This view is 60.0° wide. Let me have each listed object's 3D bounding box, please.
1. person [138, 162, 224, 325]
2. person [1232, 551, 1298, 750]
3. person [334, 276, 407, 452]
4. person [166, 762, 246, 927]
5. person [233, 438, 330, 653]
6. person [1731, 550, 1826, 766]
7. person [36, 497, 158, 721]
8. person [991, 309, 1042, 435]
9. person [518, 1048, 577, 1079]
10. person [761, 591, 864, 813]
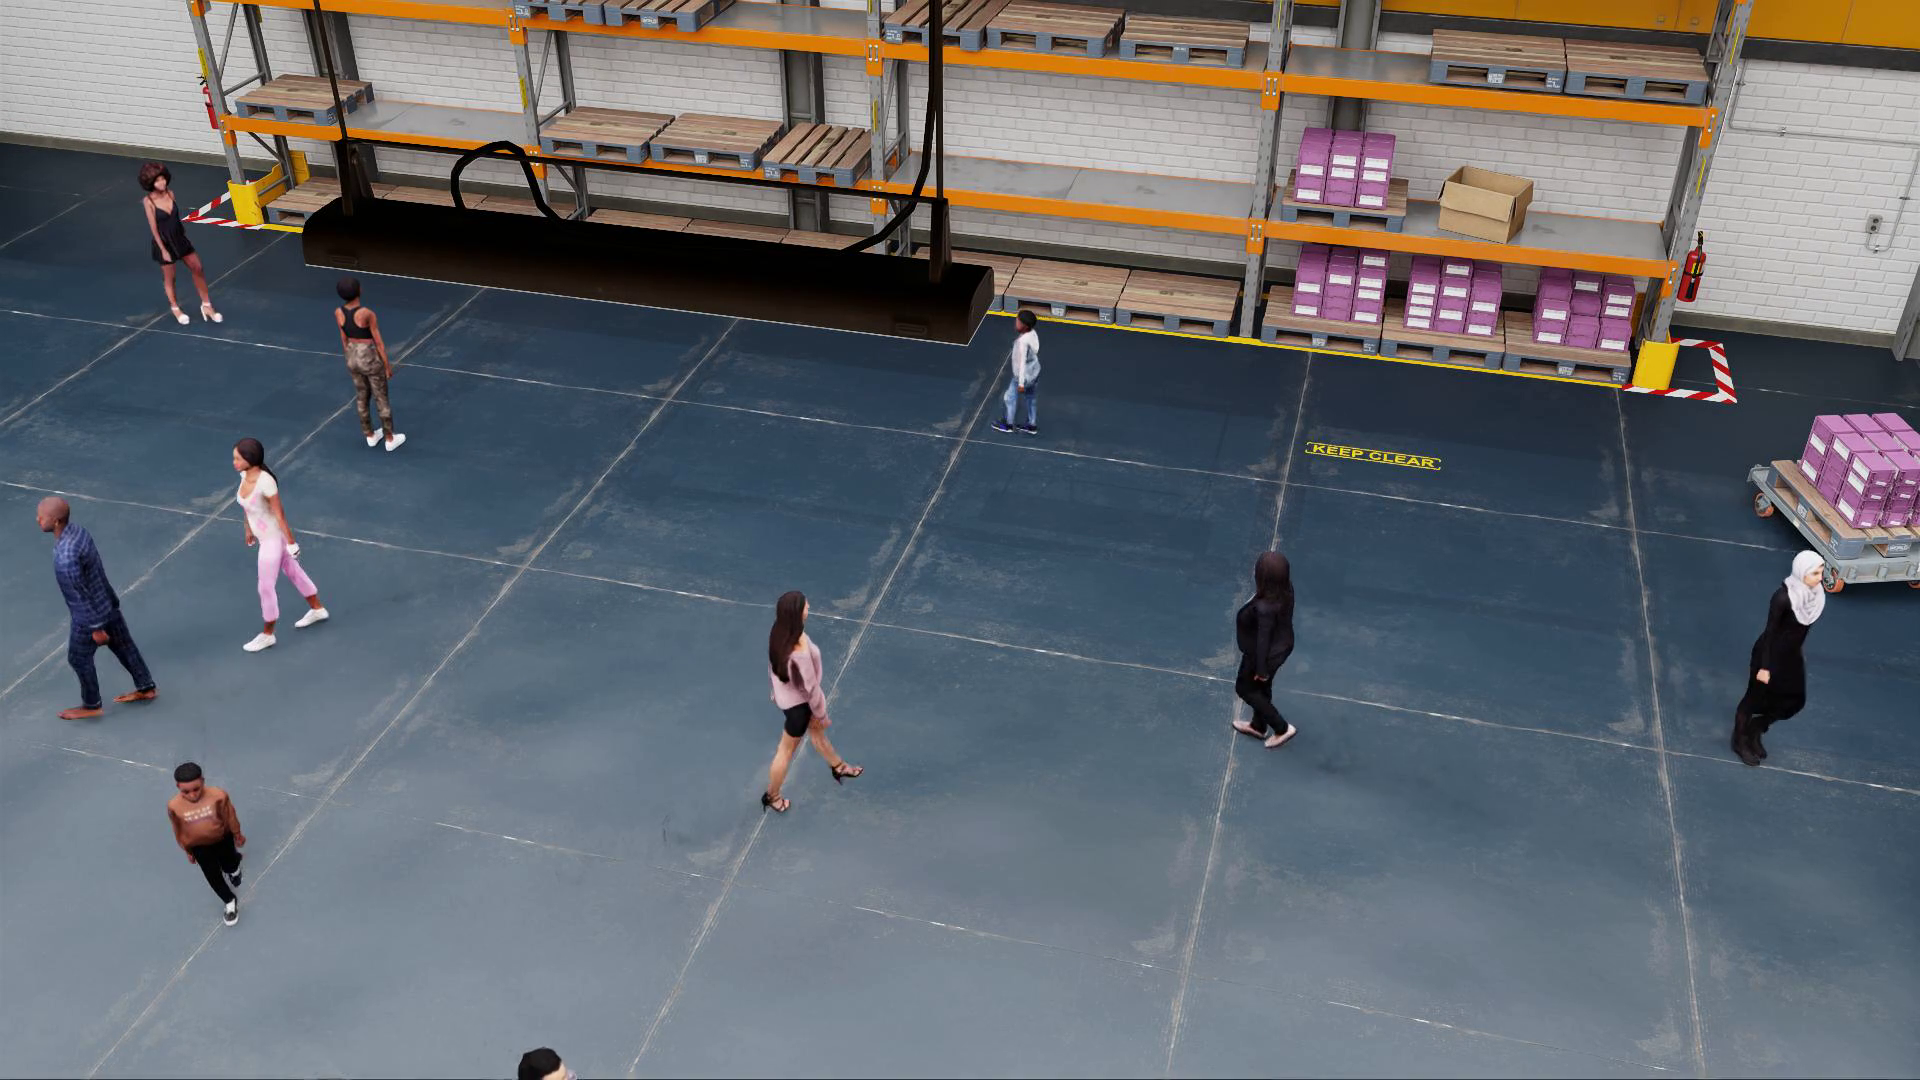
[{"bbox_3d":[-8.245,-3.059,17.243,0.845,1.770,0.663,17,37,23],"label":"person"},{"bbox_3d":[2.215,0.791,11.598,0.820,1.608,0.724,16,37,22],"label":"person"},{"bbox_3d":[-5.400,-1.603,15.119,0.472,1.697,0.619,8,34,12],"label":"person"},{"bbox_3d":[-4.692,1.817,10.390,0.746,1.236,0.775,-11,35,-16],"label":"person"},{"bbox_3d":[-5.179,-0.033,12.740,0.974,1.717,0.995,-27,42,-34],"label":"person"},{"bbox_3d":[5.565,0.777,11.475,0.730,1.768,0.806,-13,36,-19],"label":"person"},{"bbox_3d":[-6.136,0.462,11.923,1.049,1.797,0.951,-10,35,-14],"label":"person"},{"bbox_3d":[0.657,-1.537,15.426,0.699,1.247,0.582,15,37,22],"label":"person"},{"bbox_3d":[-2.038,3.041,8.120,0.852,1.712,0.779,24,40,31],"label":"person"},{"bbox_3d":[-1.166,1.126,10.939,1.104,1.780,1.017,-15,37,-22],"label":"person"}]
